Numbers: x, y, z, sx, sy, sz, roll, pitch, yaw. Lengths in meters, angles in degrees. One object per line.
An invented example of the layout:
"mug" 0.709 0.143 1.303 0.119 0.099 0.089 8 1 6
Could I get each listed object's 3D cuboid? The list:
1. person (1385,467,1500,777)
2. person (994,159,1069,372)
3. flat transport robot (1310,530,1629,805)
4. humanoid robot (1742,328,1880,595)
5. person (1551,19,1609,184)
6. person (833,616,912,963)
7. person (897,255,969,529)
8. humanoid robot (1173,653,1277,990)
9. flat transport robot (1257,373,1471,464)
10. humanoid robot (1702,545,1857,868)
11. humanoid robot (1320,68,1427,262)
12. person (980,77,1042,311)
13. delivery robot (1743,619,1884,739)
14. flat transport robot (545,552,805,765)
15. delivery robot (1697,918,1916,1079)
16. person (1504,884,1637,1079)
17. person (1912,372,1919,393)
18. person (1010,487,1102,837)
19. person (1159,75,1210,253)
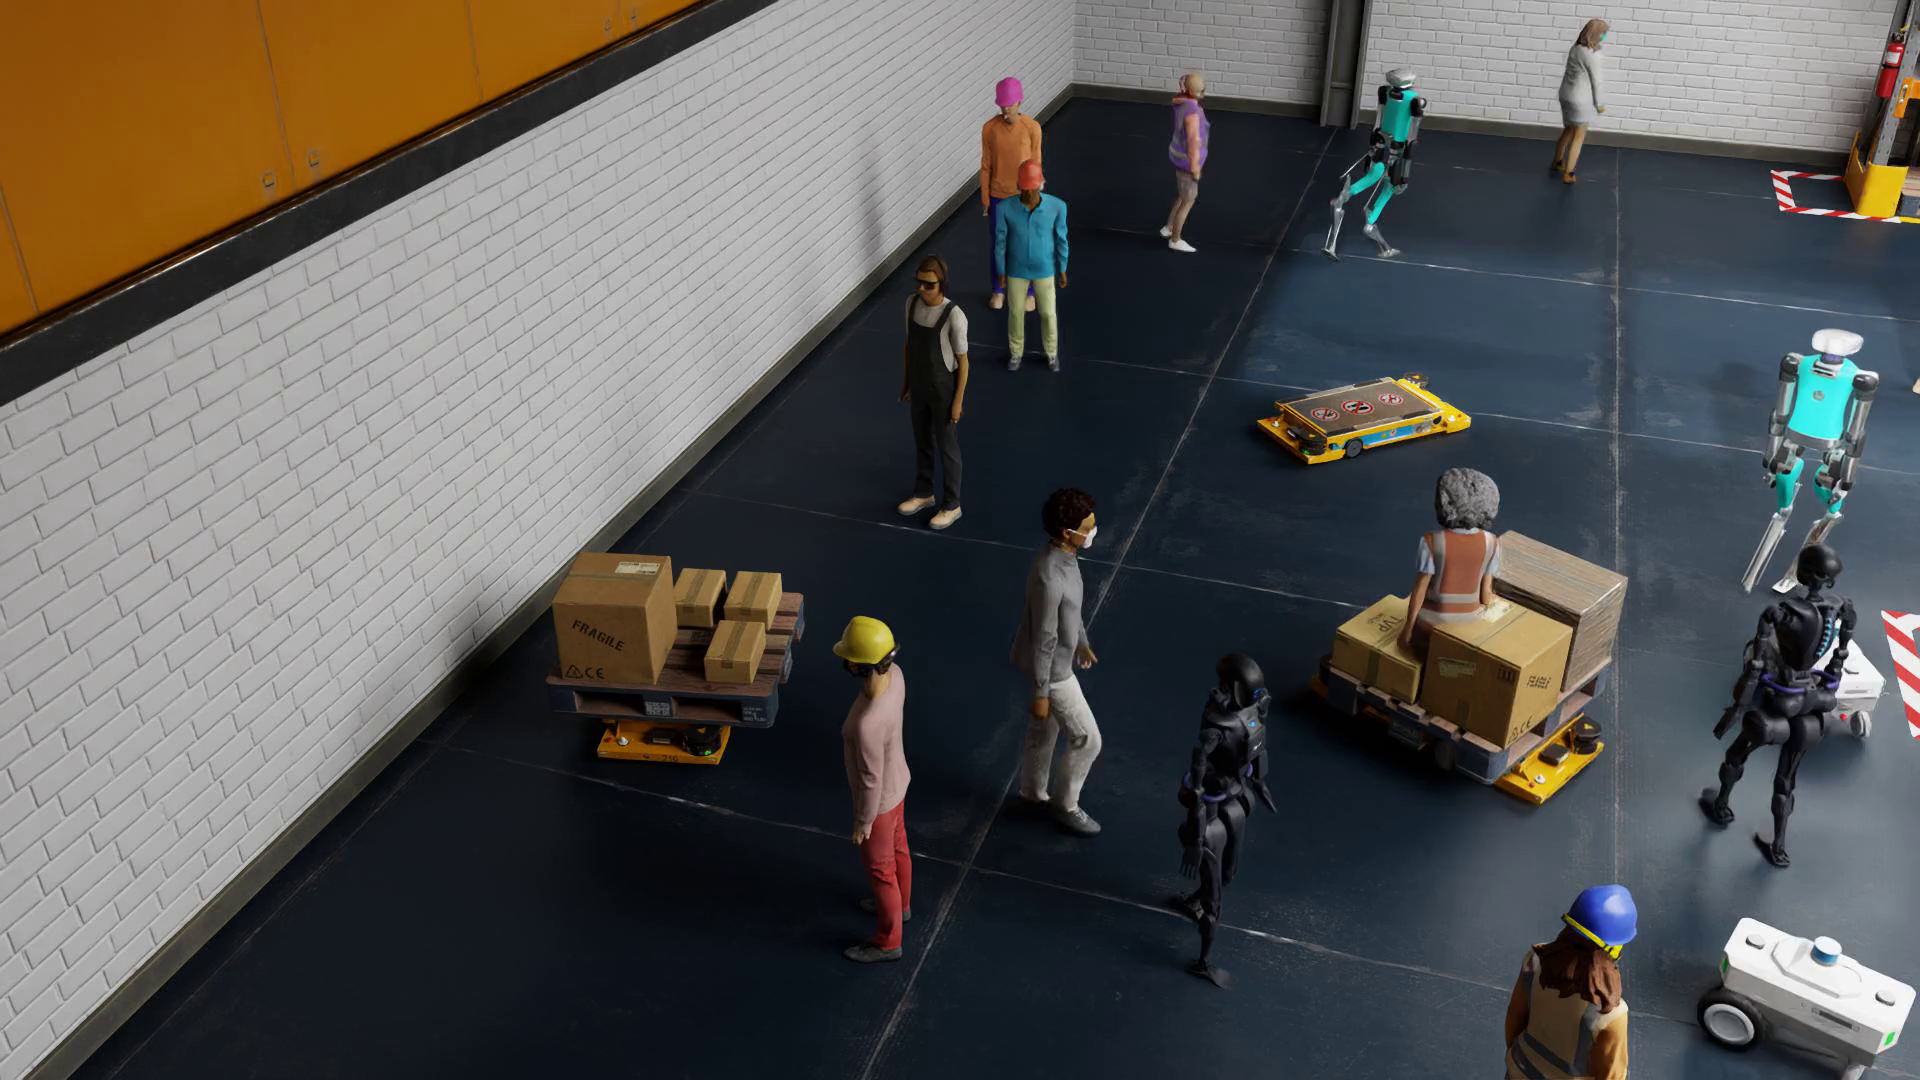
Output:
"person" 2.482 0.424 8.530 0.458 1.656 0.536 -1 30 -2
"person" 0.546 -2.086 12.740 0.570 1.728 0.432 1 30 1
"flat transport robot" 2.694 0.916 9.067 0.659 0.231 1.431 -26 39 -37
"humanoid robot" 5.138 -0.469 9.977 0.554 1.797 0.672 26 39 37
"person" 6.259 -4.458 16.847 0.376 1.639 0.561 -6 31 -10
"person" -0.380 1.094 7.287 0.309 1.767 0.532 5 31 9
"person" -0.180 -0.954 10.692 0.512 1.845 0.334 25 39 36
"humanoid robot" 1.165 1.162 7.292 0.548 1.641 0.606 25 38 35
"flat transport robot" 2.953 -0.890 12.140 1.431 0.231 0.659 -13 33 -21
"humanoid robot" 3.922 0.768 7.949 0.589 1.623 0.560 -8 31 -13
"humanoid robot" 3.599 -3.239 14.746 1.048 1.778 0.532 -16 34 -25
"person" 0.418 -2.869 13.835 0.516 1.972 0.405 5 31 8
"delivery robot" 4.734 0.692 9.184 0.499 0.614 0.790 -1 30 -1
"flat transport robot" -1.527 0.750 9.350 0.659 0.231 1.431 3 31 5
"delivery robot" 3.590 1.922 7.066 0.759 0.588 0.522 22 37 33
"person" 2.110 1.927 5.863 0.322 1.772 0.470 -18 35 -27
"person" 7.473 -1.890 12.266 0.394 1.865 0.521 -2 31 -4
"person" 0.535 0.599 8.011 0.600 1.880 0.554 4 31 6
"person" 2.042 -3.412 15.064 0.357 1.660 0.593 -1 30 -2
